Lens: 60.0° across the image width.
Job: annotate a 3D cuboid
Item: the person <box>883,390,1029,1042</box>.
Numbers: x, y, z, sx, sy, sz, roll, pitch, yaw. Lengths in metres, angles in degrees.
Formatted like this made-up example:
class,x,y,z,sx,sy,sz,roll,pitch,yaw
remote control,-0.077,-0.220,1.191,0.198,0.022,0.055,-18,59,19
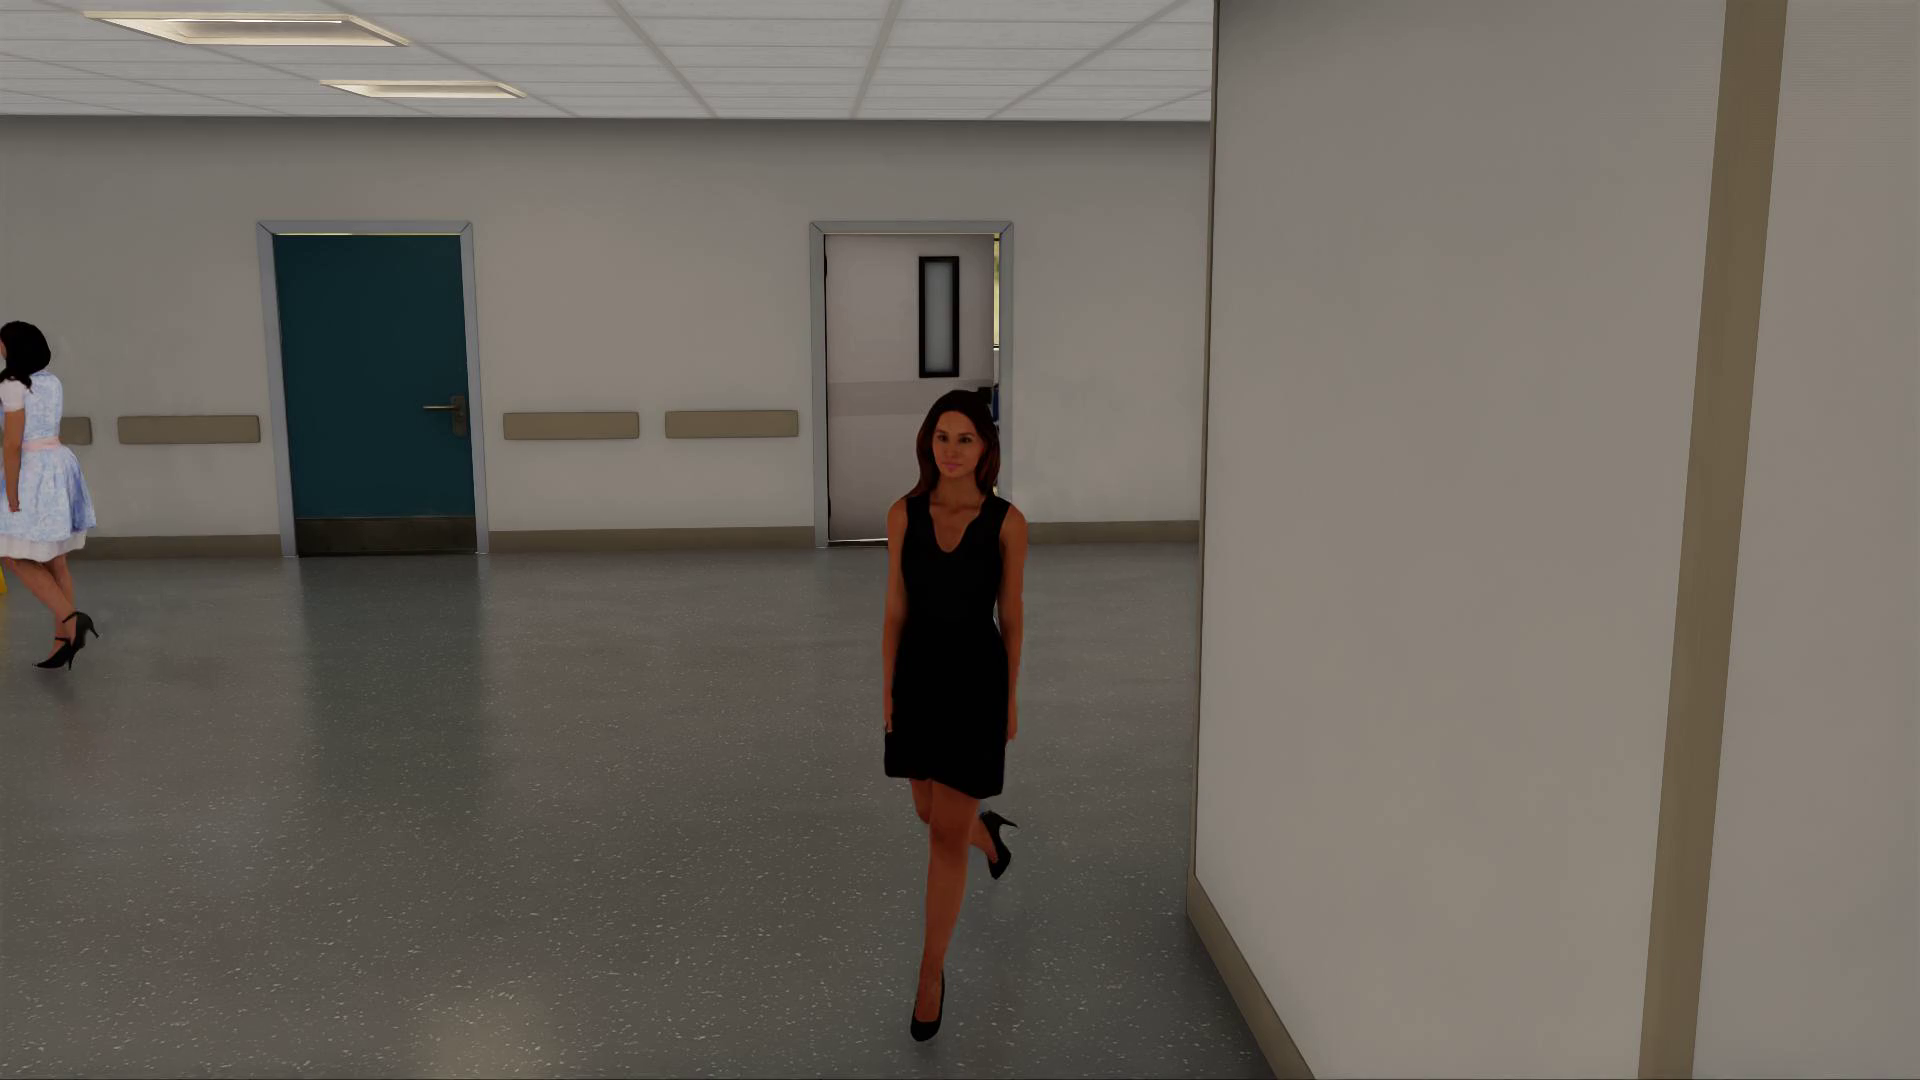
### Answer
class,x,y,z,sx,sy,sz,roll,pitch,yaw
person,0.005,0.484,4.822,1.069,1.810,0.870,3,11,14

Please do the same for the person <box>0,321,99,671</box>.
class,x,y,z,sx,sy,sz,roll,pitch,yaw
person,-4.616,-0.206,8.508,0.879,1.793,0.784,2,11,11
